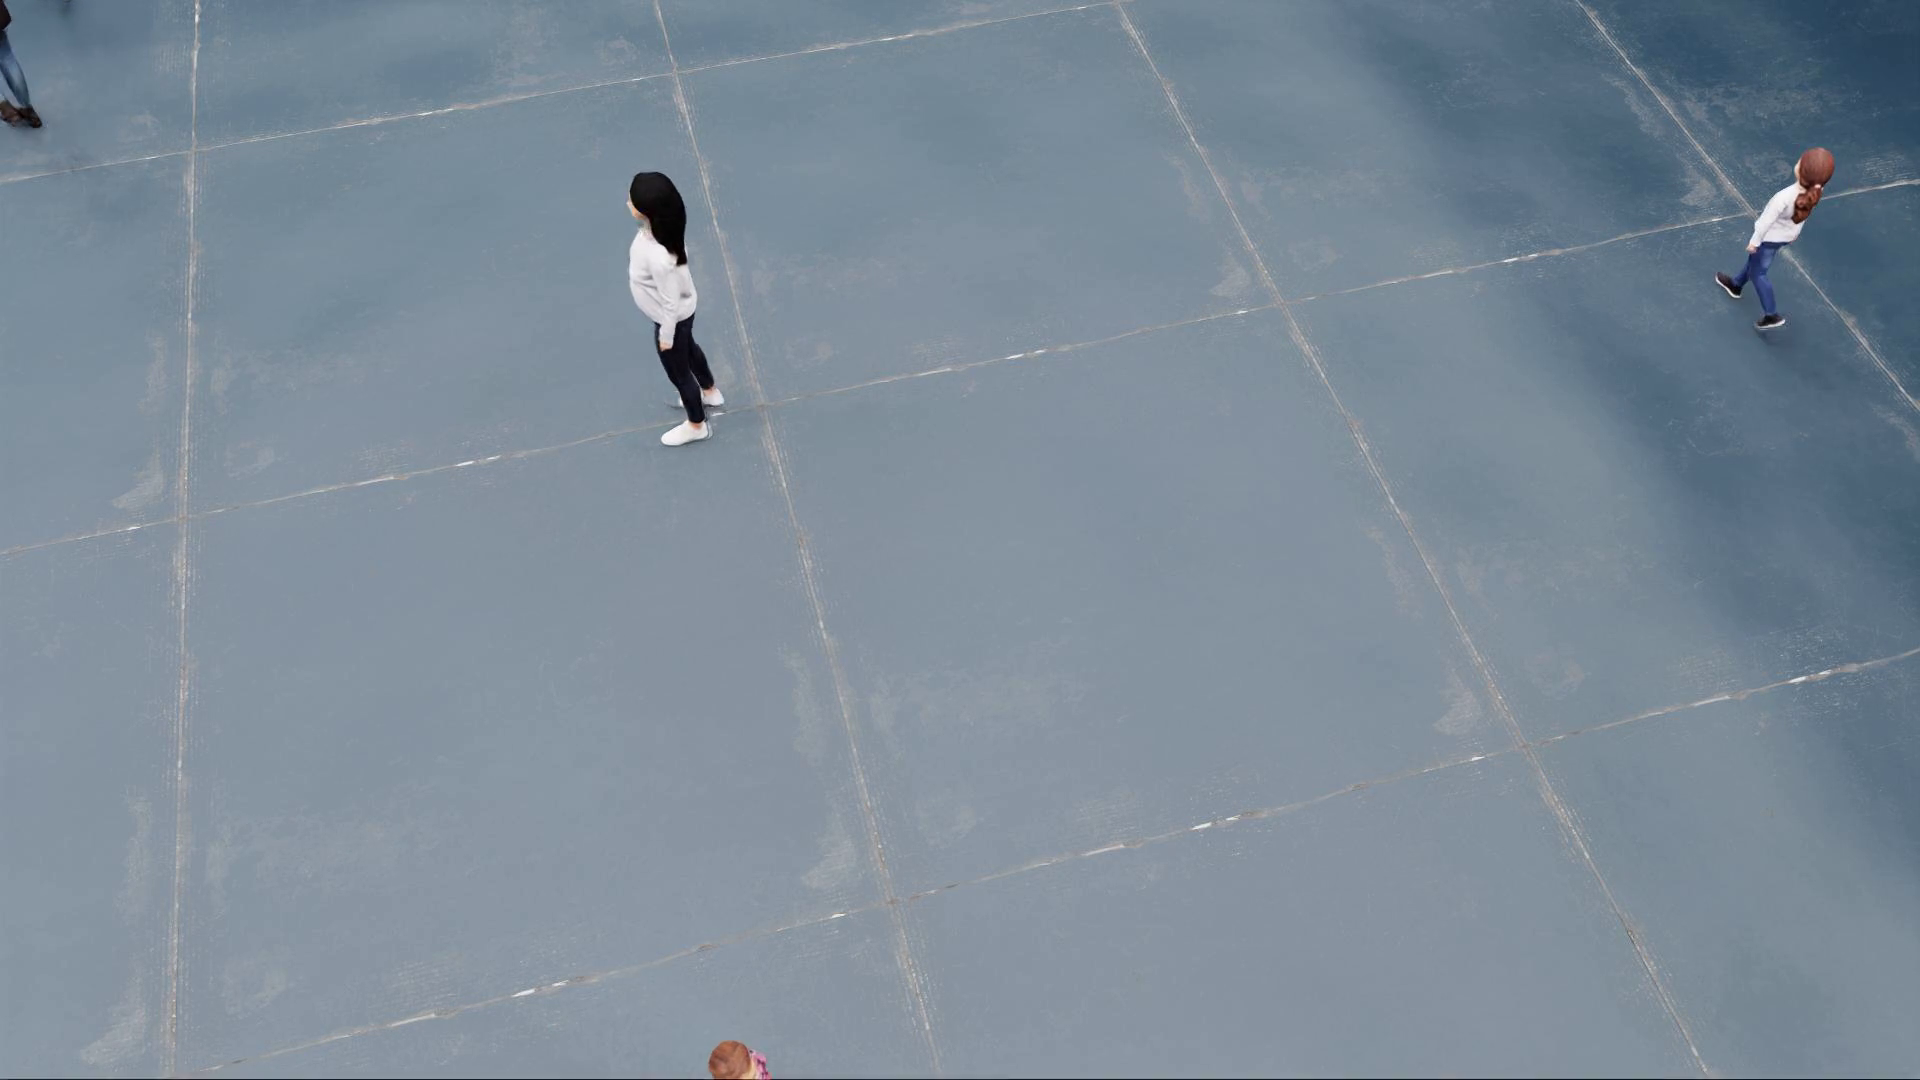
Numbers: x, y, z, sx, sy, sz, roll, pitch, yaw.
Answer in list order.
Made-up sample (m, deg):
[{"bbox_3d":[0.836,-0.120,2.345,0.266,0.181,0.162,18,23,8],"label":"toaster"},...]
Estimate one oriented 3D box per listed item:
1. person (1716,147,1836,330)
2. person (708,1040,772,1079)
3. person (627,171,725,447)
[{"bbox_3d":[4.437,-1.624,8.963,0.528,1.096,0.783,-21,55,-15],"label":"person"},{"bbox_3d":[-0.817,2.066,6.158,0.648,1.013,0.597,21,55,15],"label":"person"},{"bbox_3d":[-1.419,-1.152,8.204,0.709,1.717,0.550,-5,52,-4],"label":"person"}]
